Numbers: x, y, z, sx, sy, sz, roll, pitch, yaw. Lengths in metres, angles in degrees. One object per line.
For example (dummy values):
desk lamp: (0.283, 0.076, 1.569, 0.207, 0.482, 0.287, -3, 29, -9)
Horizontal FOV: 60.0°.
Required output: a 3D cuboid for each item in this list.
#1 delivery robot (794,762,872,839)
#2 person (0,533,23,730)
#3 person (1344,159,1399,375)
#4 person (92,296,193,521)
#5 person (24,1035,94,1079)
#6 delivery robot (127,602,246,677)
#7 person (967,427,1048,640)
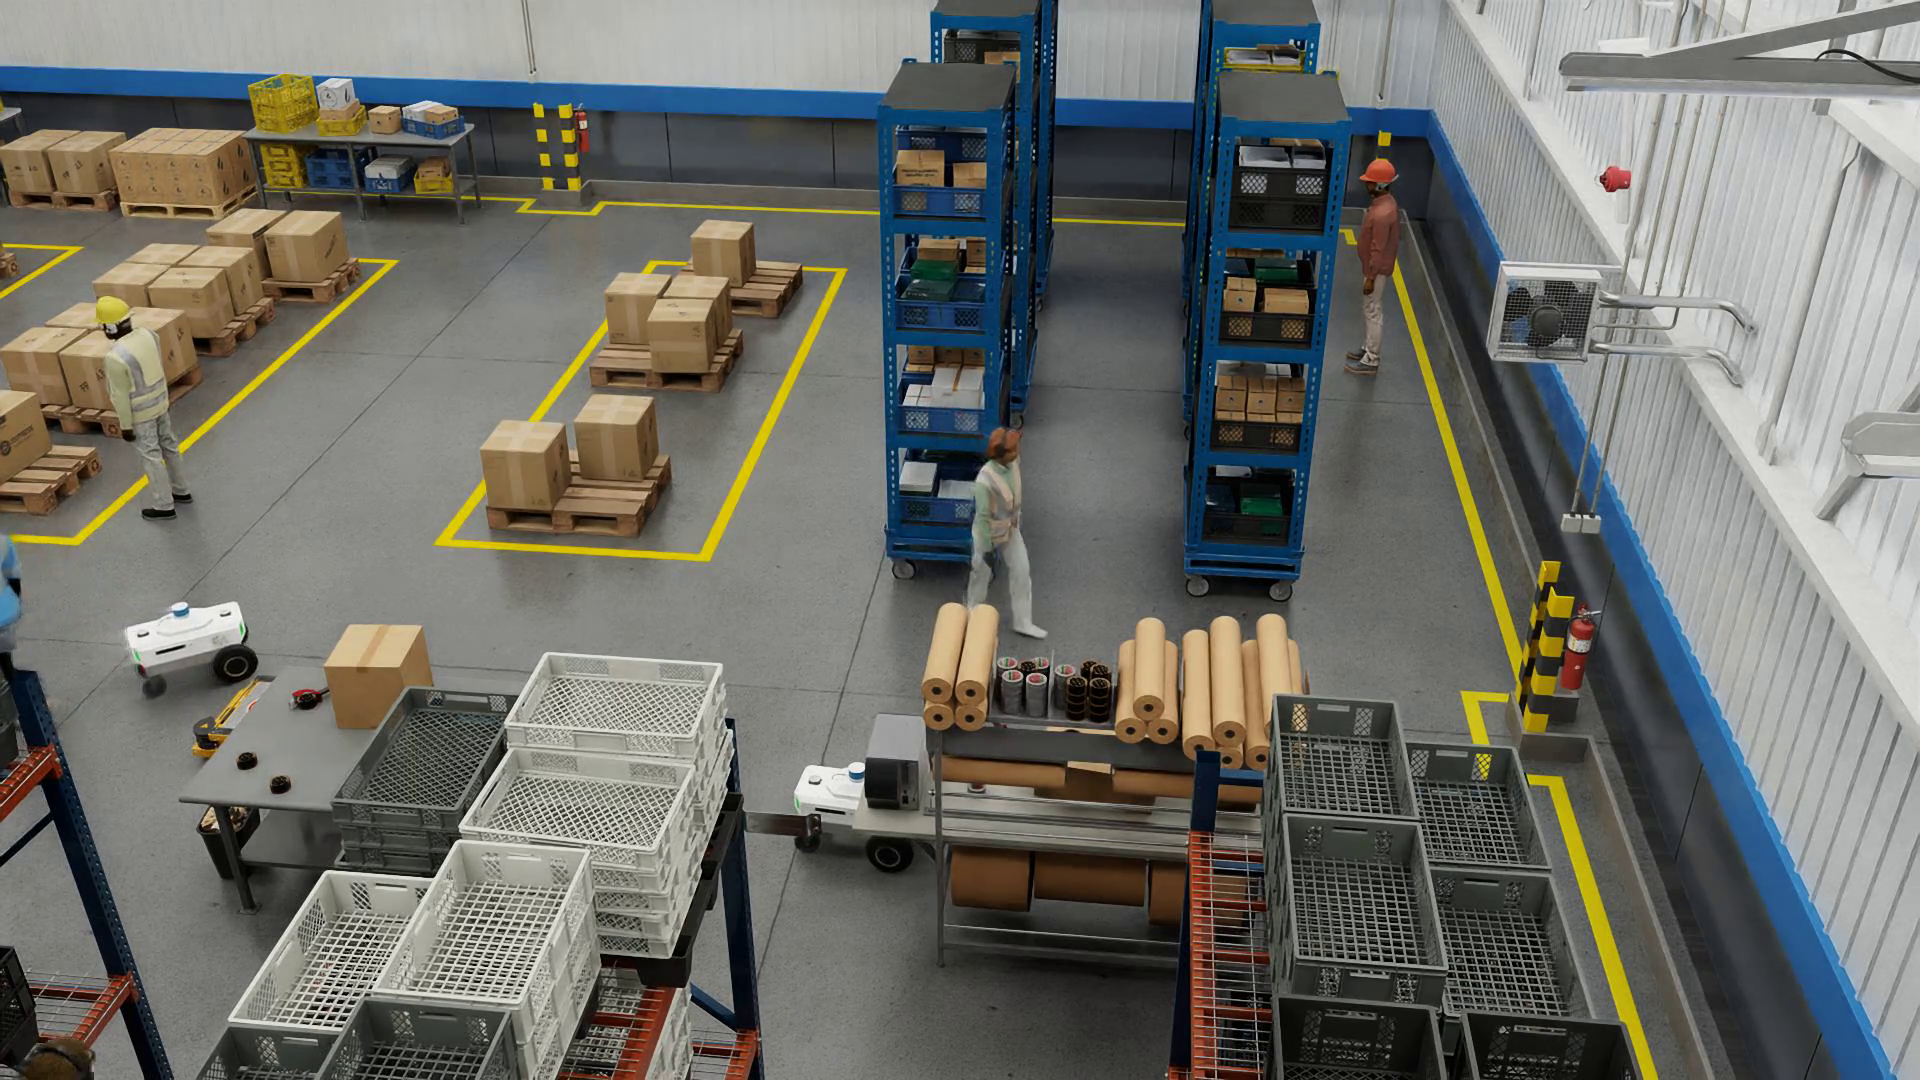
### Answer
delivery robot: (-0.594, 1.513, 9.677, 0.707, 0.478, 0.477, 6, 31, 10)
person: (-6.095, 0.494, 10.424, 0.479, 1.662, 0.569, 21, 36, 32)
person: (3.785, -2.515, 15.281, 0.409, 1.986, 0.618, 7, 31, 12)
person: (-6.335, -1.022, 12.873, 0.403, 1.823, 0.586, 4, 30, 6)
person: (-3.286, 2.629, 6.498, 0.635, 1.925, 0.526, 1, 30, 2)
delivery robot: (-5.185, 0.647, 11.165, 0.707, 0.478, 0.477, -16, 34, -25)
person: (0.329, -0.011, 11.330, 0.701, 1.609, 0.547, 19, 35, 29)
